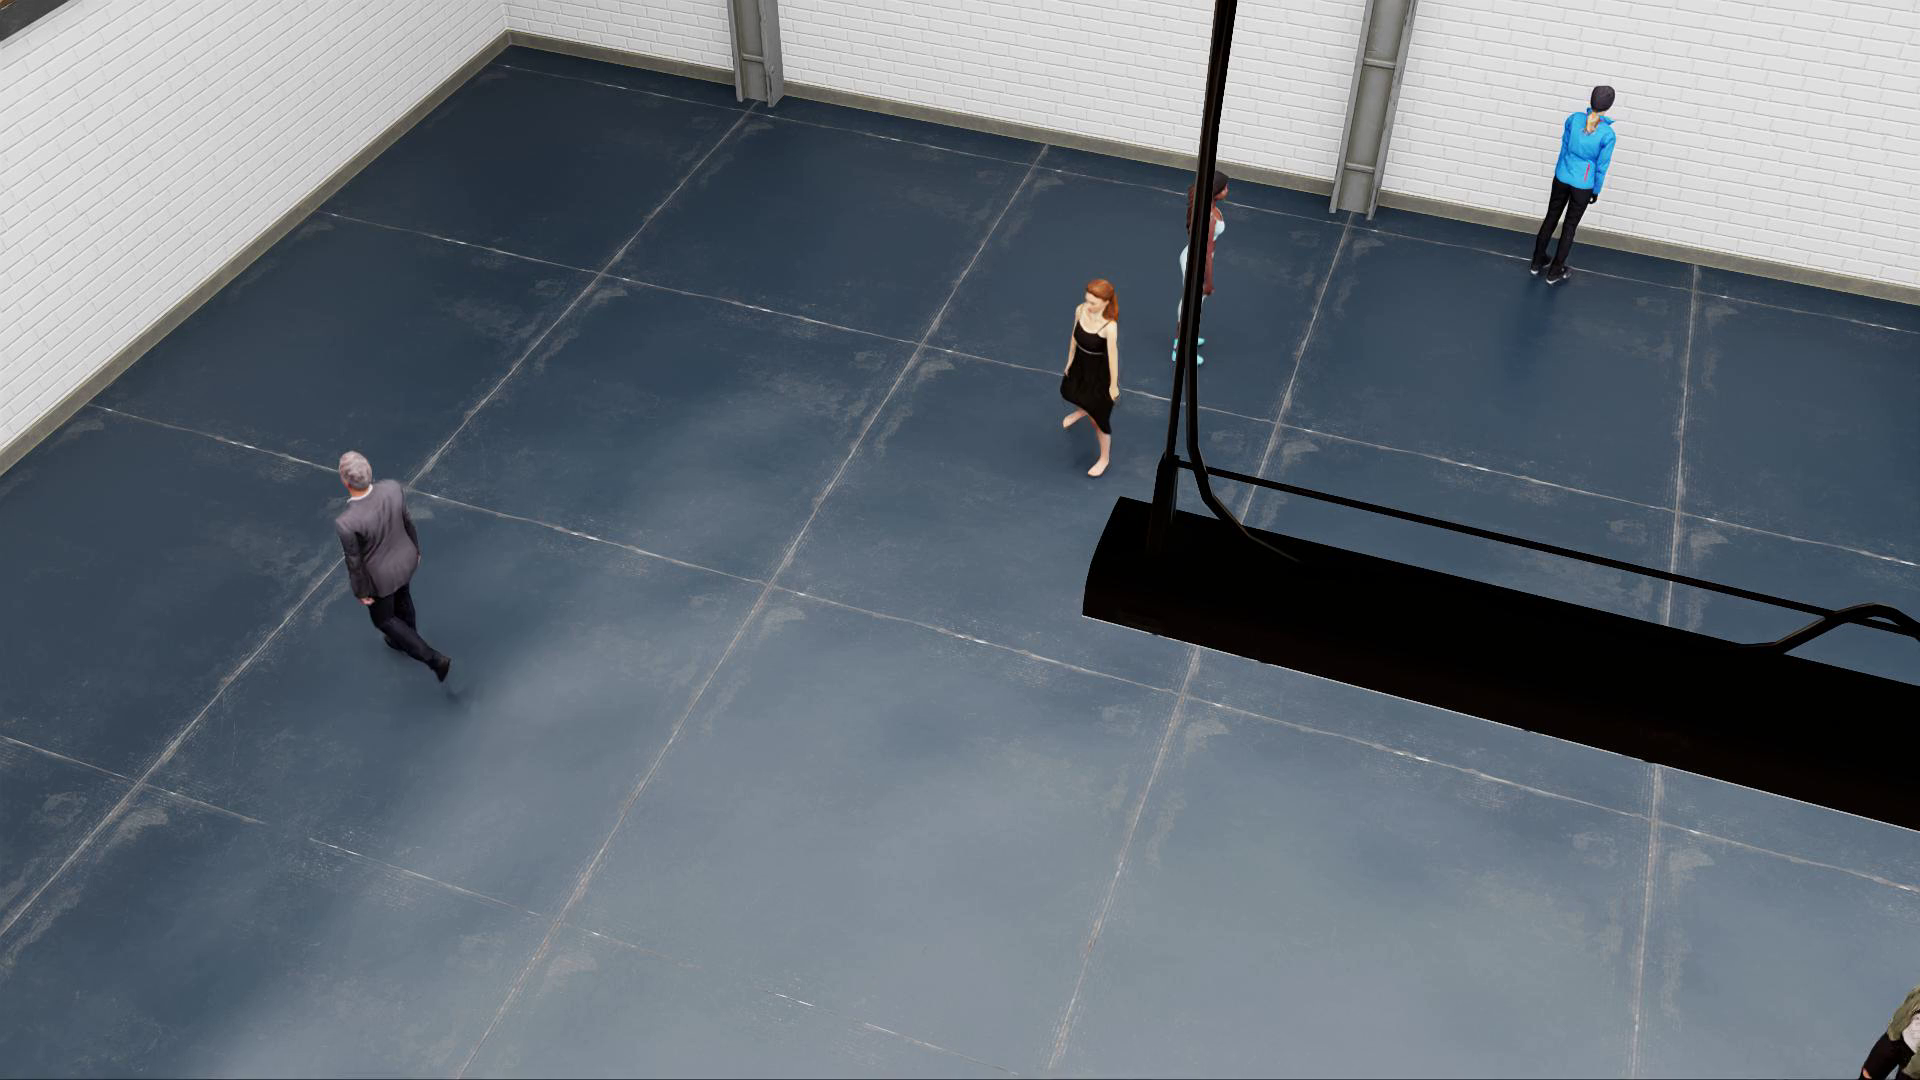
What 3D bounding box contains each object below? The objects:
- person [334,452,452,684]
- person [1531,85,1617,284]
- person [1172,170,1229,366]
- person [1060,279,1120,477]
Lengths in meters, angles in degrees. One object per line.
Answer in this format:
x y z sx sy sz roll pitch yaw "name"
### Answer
-3.608 0.196 10.578 1.075 1.820 0.845 23 48 22 "person"
5.142 -2.986 13.934 0.746 1.798 0.626 -32 52 -29 "person"
1.866 -2.155 13.115 0.653 1.724 0.639 -3 44 -3 "person"
1.007 -1.238 12.239 1.003 1.604 0.880 -28 50 -27 "person"
